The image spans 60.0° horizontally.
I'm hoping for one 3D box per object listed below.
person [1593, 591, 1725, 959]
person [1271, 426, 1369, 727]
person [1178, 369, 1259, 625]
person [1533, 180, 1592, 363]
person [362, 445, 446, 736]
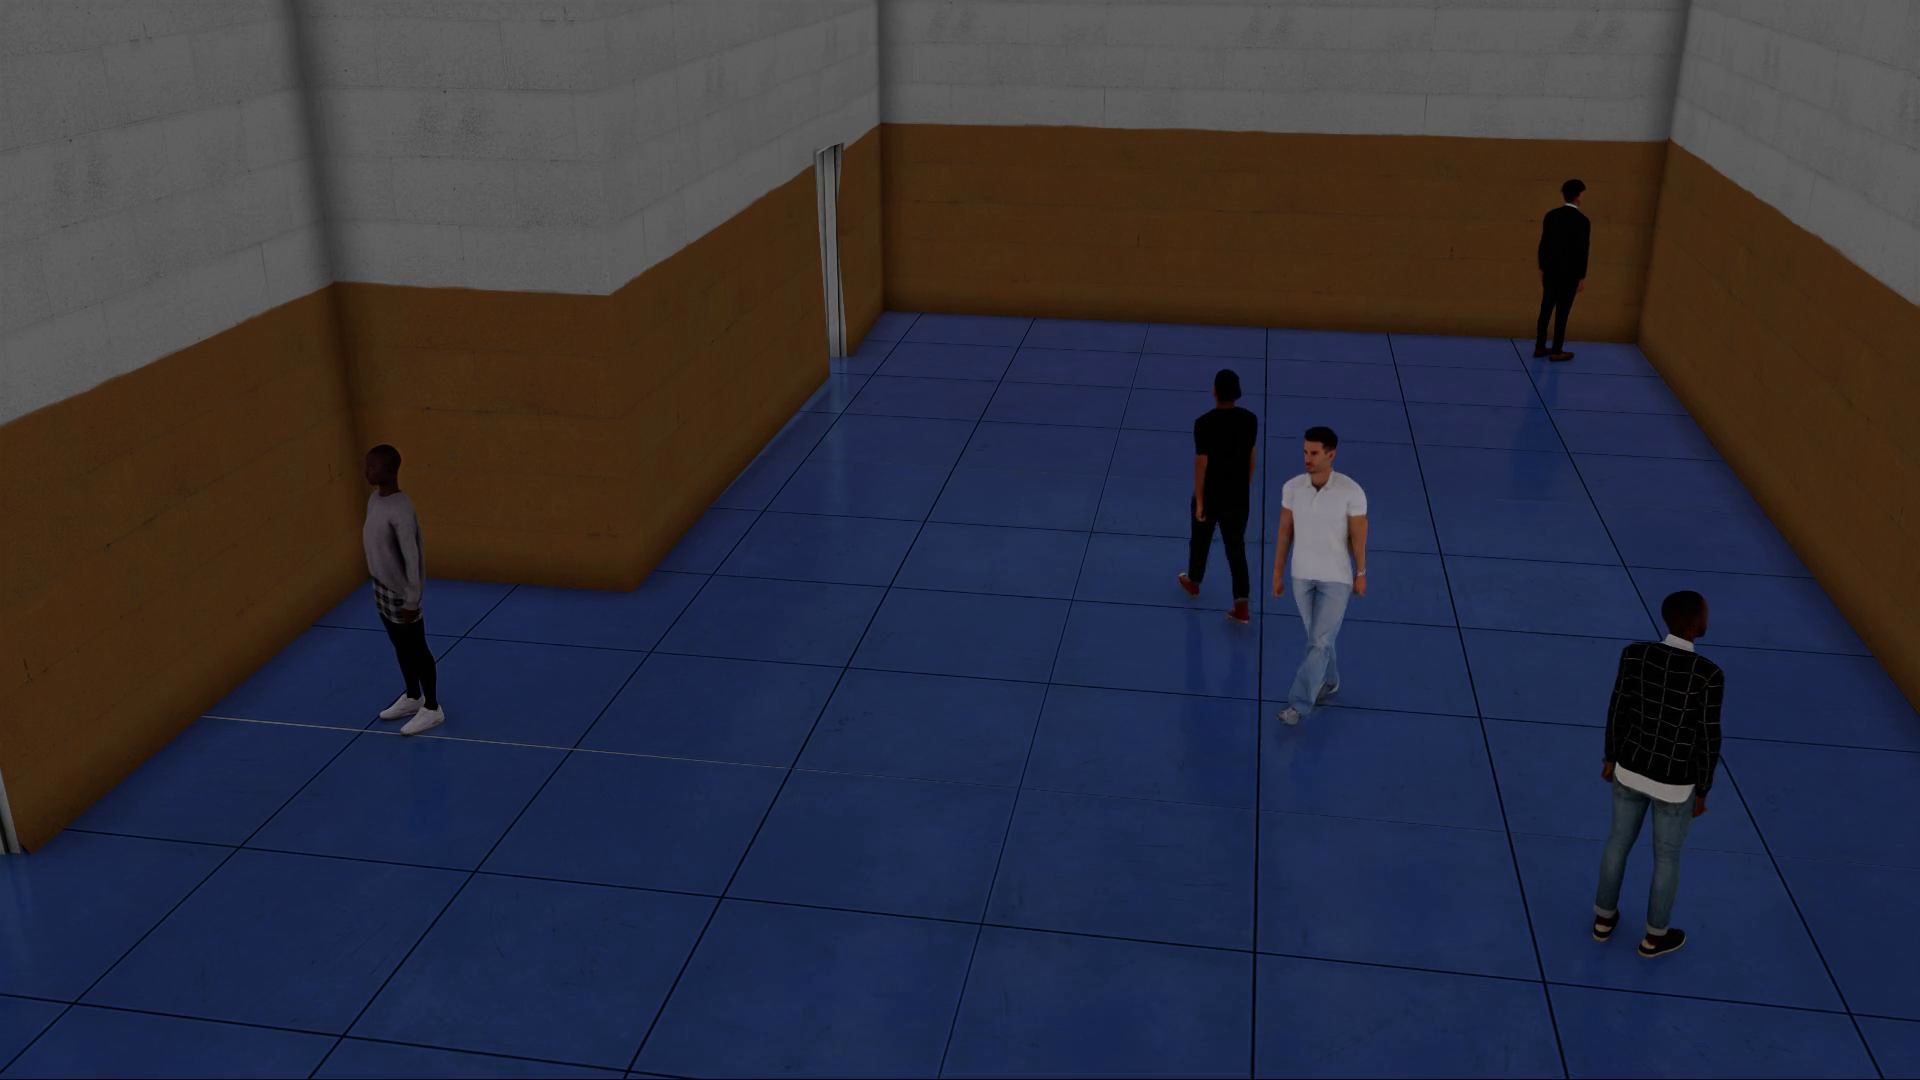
[{"bbox_3d":[3.241,1.088,7.757,0.693,1.819,0.804,19,29,40],"label":"person"},{"bbox_3d":[2.227,0.184,10.008,1.136,1.818,1.107,18,28,38],"label":"person"},{"bbox_3d":[1.808,-0.247,11.223,1.195,1.713,1.043,-6,23,-14],"label":"person"},{"bbox_3d":[6.290,-2.824,17.414,0.817,1.878,0.754,-15,26,-33],"label":"person"},{"bbox_3d":[-3.303,0.282,9.828,0.758,1.772,0.667,-19,29,-39],"label":"person"}]
